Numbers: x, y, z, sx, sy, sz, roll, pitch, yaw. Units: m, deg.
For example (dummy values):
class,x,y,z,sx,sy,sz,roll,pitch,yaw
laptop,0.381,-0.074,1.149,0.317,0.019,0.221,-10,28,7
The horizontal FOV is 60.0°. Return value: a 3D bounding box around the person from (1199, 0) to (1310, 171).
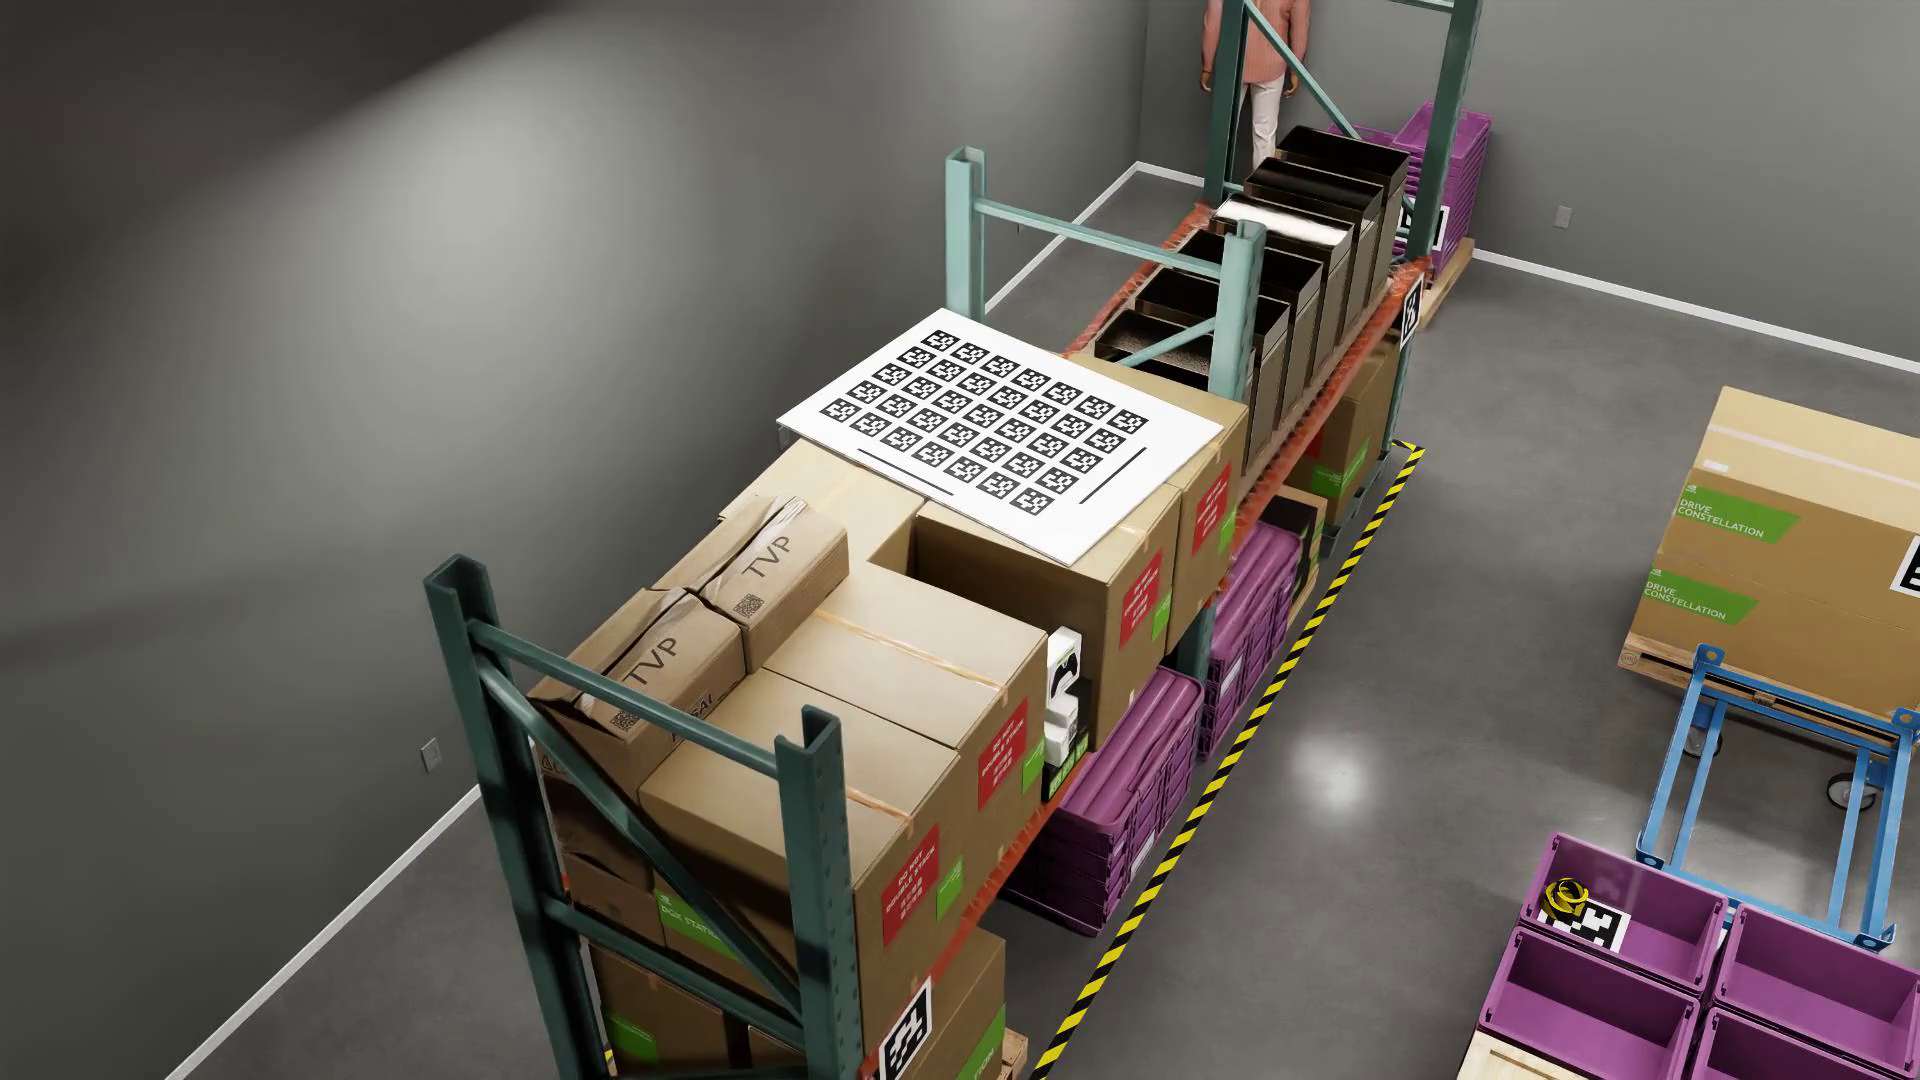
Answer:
class,x,y,z,sx,sy,sz,roll,pitch,yaw
person,1.740,-2.837,9.934,0.622,1.993,0.384,4,40,4
